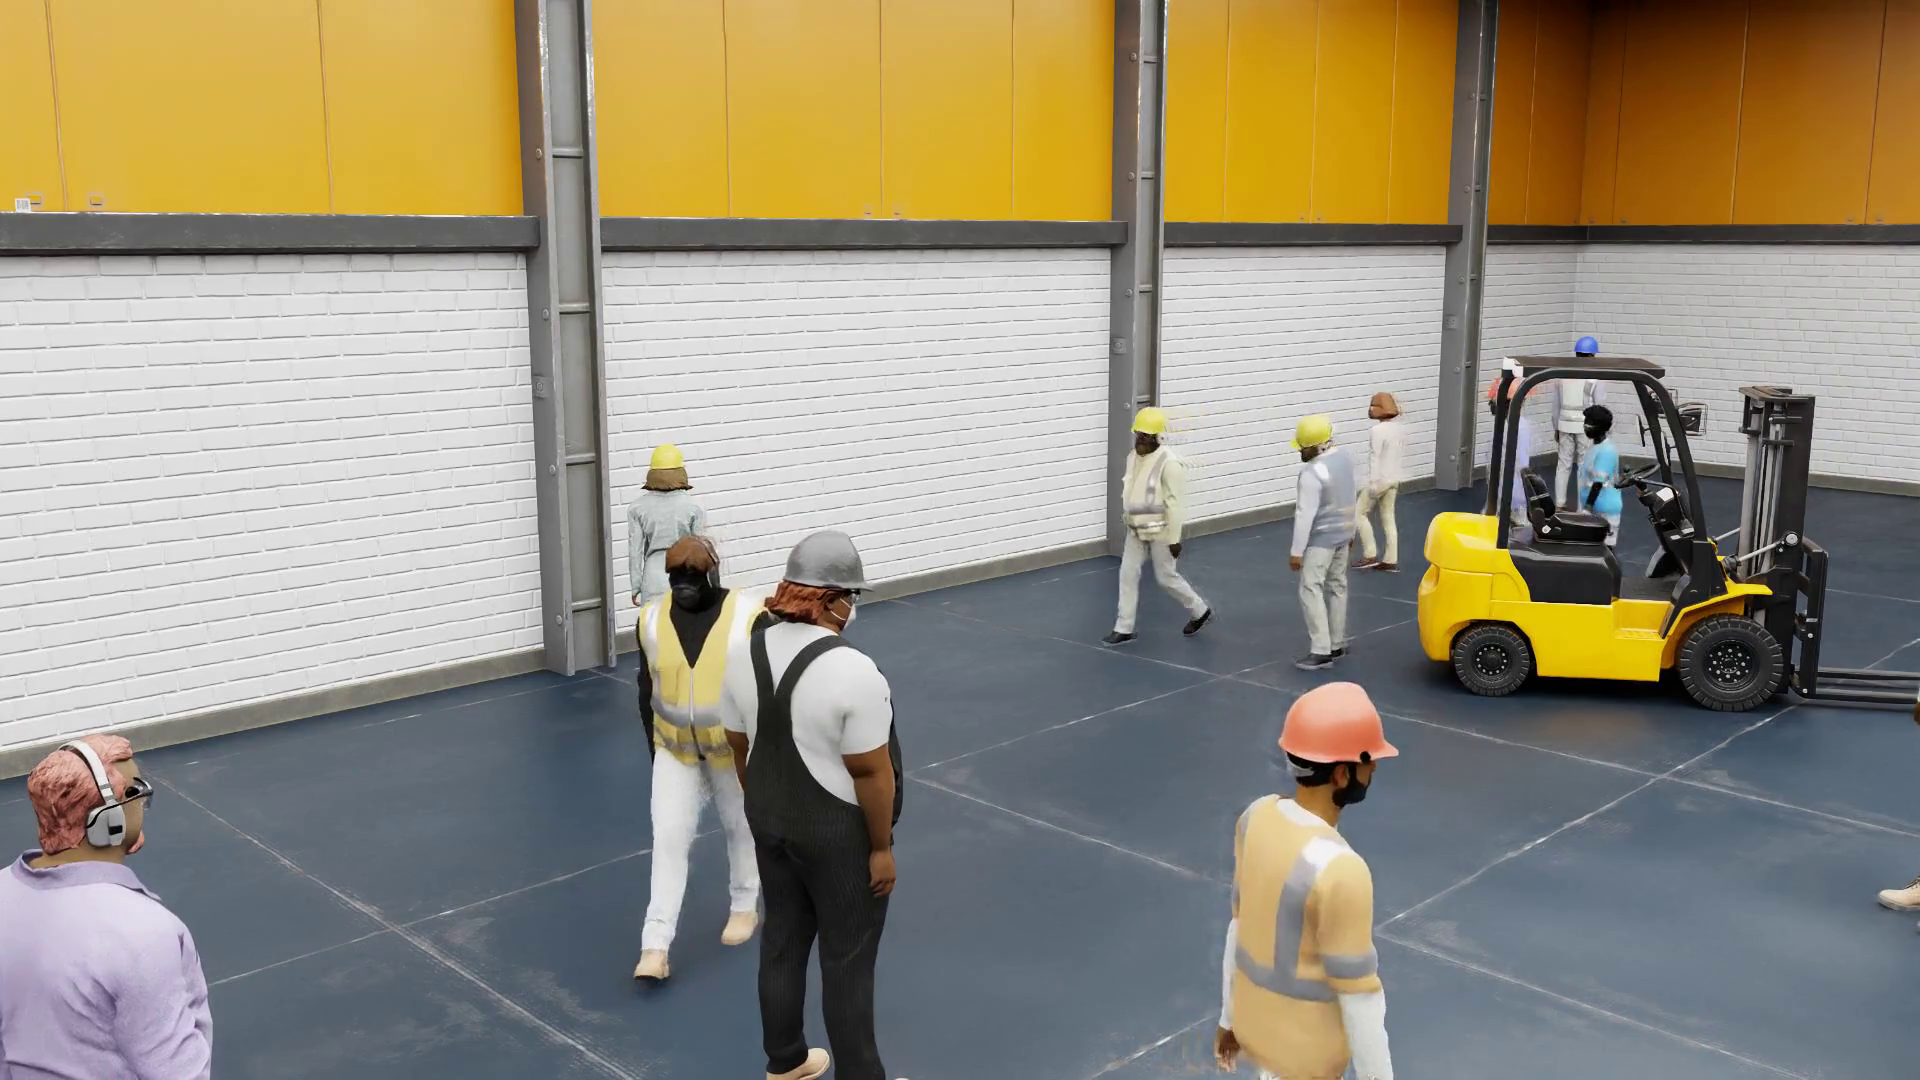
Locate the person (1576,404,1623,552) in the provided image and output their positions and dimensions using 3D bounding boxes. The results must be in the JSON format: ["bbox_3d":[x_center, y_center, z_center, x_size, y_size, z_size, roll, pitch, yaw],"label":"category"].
[{"bbox_3d":[5.009,-0.247,13.306,0.621,1.671,0.534,1,10,4],"label":"person"}]

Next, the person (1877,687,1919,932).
[{"bbox_3d":[4.281,0.698,7.136,0.395,2.038,0.615,0,10,1],"label":"person"}]

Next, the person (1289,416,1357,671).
[{"bbox_3d":[2.560,0.004,11.662,0.406,1.780,0.679,10,14,44],"label":"person"}]

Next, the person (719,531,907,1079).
[{"bbox_3d":[-0.445,0.961,5.705,0.672,2.000,0.536,8,13,38],"label":"person"}]

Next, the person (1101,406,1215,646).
[{"bbox_3d":[1.490,-0.105,12.233,0.844,1.796,0.601,-6,12,-28],"label":"person"}]

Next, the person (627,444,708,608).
[{"bbox_3d":[-1.786,0.278,10.245,0.492,1.740,0.319,-1,10,-6],"label":"person"}]

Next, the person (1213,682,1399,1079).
[{"bbox_3d":[0.890,1.291,4.340,1.012,1.885,0.569,-2,11,-12],"label":"person"}]

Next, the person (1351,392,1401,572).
[{"bbox_3d":[3.730,-0.516,14.915,0.500,1.615,0.521,9,14,40],"label":"person"}]

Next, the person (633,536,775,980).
[{"bbox_3d":[-1.049,0.881,6.801,0.636,1.794,0.920,1,10,7],"label":"person"}]

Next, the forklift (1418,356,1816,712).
[{"bbox_3d":[4.276,-0.101,11.076,2.313,2.155,1.214,2,11,13],"label":"forklift"}]

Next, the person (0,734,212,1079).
[{"bbox_3d":[-1.910,1.375,3.807,0.639,1.910,0.407,5,12,27],"label":"person"}]

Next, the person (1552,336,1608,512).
[{"bbox_3d":[6.574,-1.182,17.641,0.392,1.946,0.616,-8,13,-36],"label":"person"}]

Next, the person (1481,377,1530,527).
[{"bbox_3d":[4.346,-0.372,13.388,1.021,1.882,0.565,9,13,39],"label":"person"}]
